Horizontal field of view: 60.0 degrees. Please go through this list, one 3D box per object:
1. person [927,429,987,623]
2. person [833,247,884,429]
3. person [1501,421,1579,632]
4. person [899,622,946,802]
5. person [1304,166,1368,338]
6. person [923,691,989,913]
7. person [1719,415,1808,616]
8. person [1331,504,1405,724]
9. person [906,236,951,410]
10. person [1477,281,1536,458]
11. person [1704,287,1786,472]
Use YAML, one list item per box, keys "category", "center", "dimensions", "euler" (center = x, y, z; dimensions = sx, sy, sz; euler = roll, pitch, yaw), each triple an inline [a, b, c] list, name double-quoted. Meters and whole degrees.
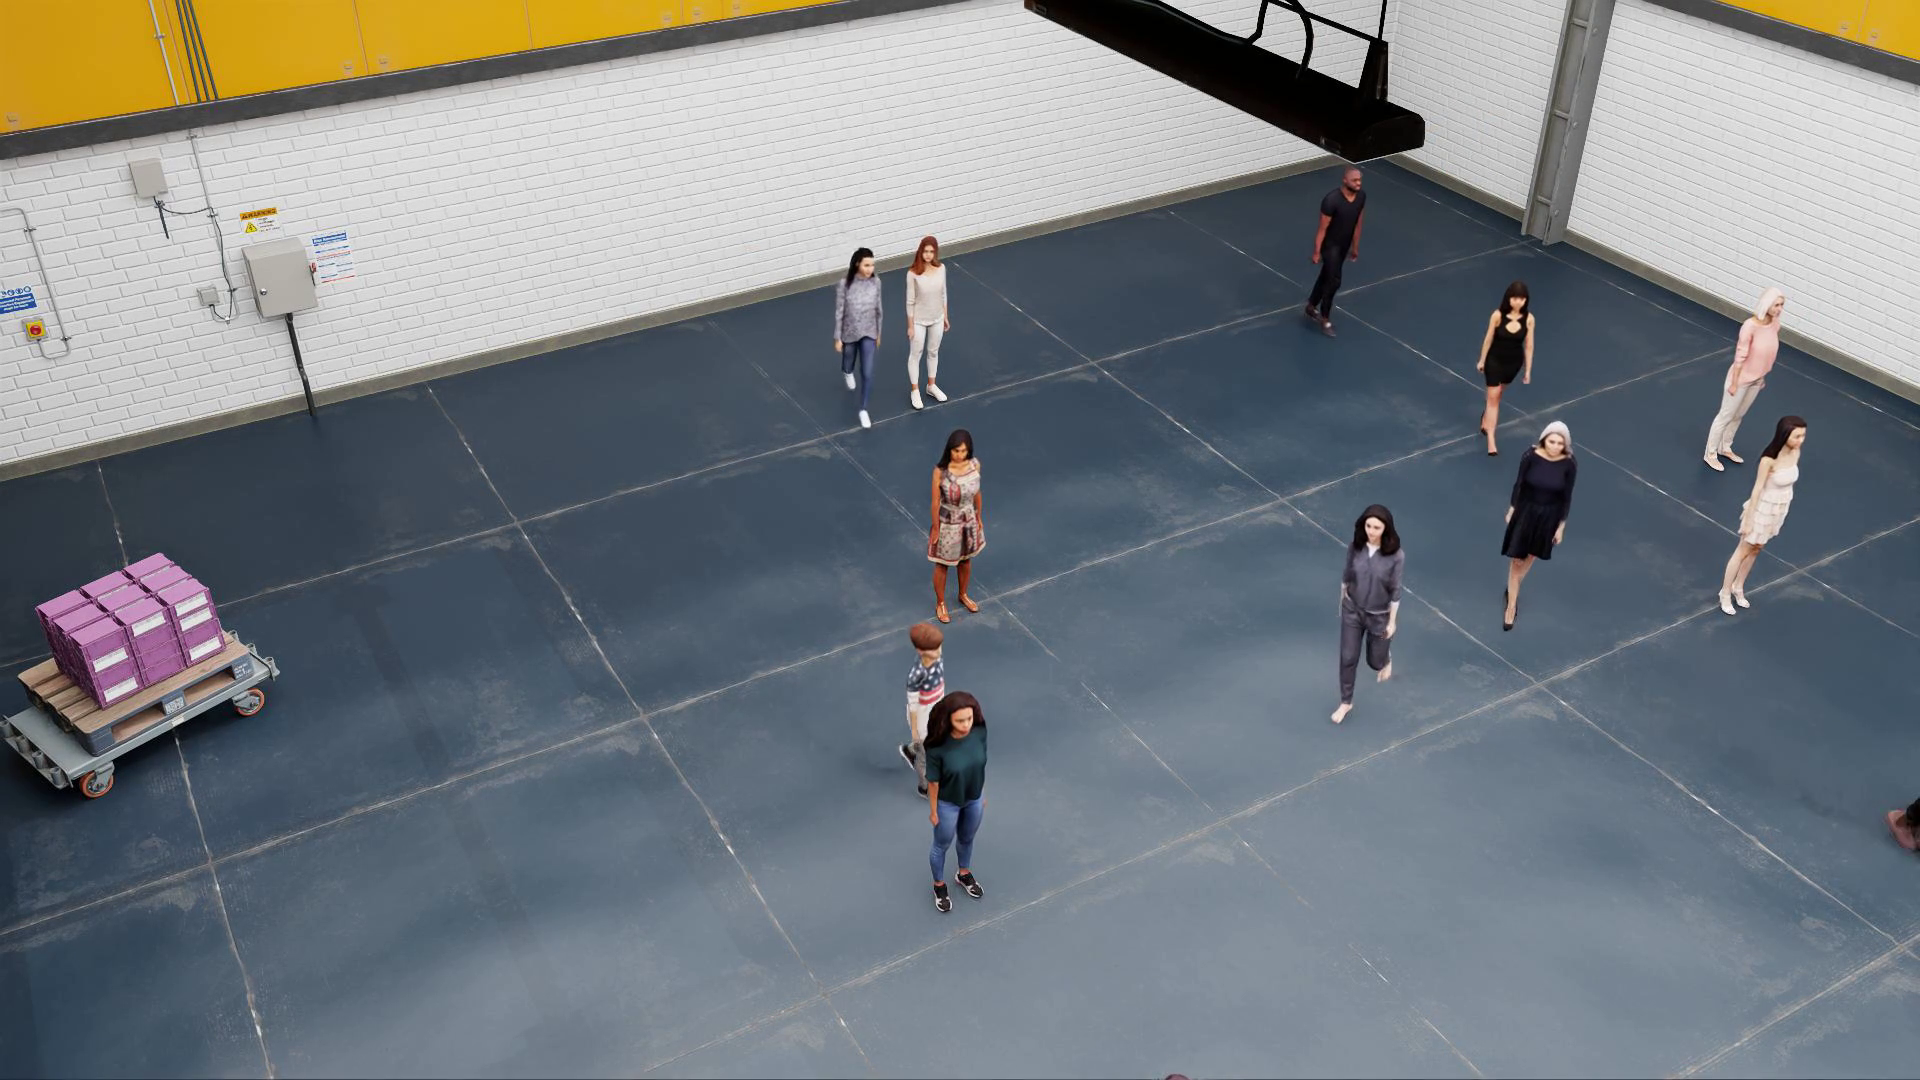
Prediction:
- category: "person"
  center: [-0.027, -0.144, 12.829]
  dimensions: [0.651, 1.643, 0.521]
  euler: [-16, 37, -23]
- category: "person"
  center: [-0.960, -1.941, 15.474]
  dimensions: [0.819, 1.708, 1.091]
  euler: [-7, 34, -11]
- category: "person"
  center: [4.428, -0.185, 12.811]
  dimensions: [0.845, 1.732, 0.906]
  euler: [8, 34, 11]
- category: "person"
  center: [-0.269, 1.128, 11.109]
  dimensions: [0.786, 1.430, 0.671]
  euler: [21, 39, 29]
- category: "person"
  center: [3.790, -3.000, 17.002]
  dimensions: [0.678, 1.781, 0.848]
  euler: [-20, 38, -27]
- category: "person"
  center: [-0.016, 1.582, 10.257]
  dimensions: [0.587, 1.616, 0.575]
  euler: [-16, 37, -23]
- category: "person"
  center: [6.194, -0.200, 12.831]
  dimensions: [0.563, 1.735, 0.524]
  euler: [-16, 37, -23]
- category: "person"
  center: [2.934, 0.479, 11.801]
  dimensions: [0.935, 1.744, 0.896]
  euler: [22, 39, 29]
- category: "person"
  center: [-0.323, -2.088, 15.695]
  dimensions: [0.583, 1.708, 0.544]
  euler: [-16, 37, -23]
- category: "person"
  center: [4.911, -1.614, 15.072]
  dimensions: [0.972, 1.609, 1.113]
  euler: [4, 34, 5]
- category: "person"
  center: [6.962, -1.449, 14.719]
  dimensions: [0.595, 1.725, 0.511]
  euler: [-16, 37, -23]
